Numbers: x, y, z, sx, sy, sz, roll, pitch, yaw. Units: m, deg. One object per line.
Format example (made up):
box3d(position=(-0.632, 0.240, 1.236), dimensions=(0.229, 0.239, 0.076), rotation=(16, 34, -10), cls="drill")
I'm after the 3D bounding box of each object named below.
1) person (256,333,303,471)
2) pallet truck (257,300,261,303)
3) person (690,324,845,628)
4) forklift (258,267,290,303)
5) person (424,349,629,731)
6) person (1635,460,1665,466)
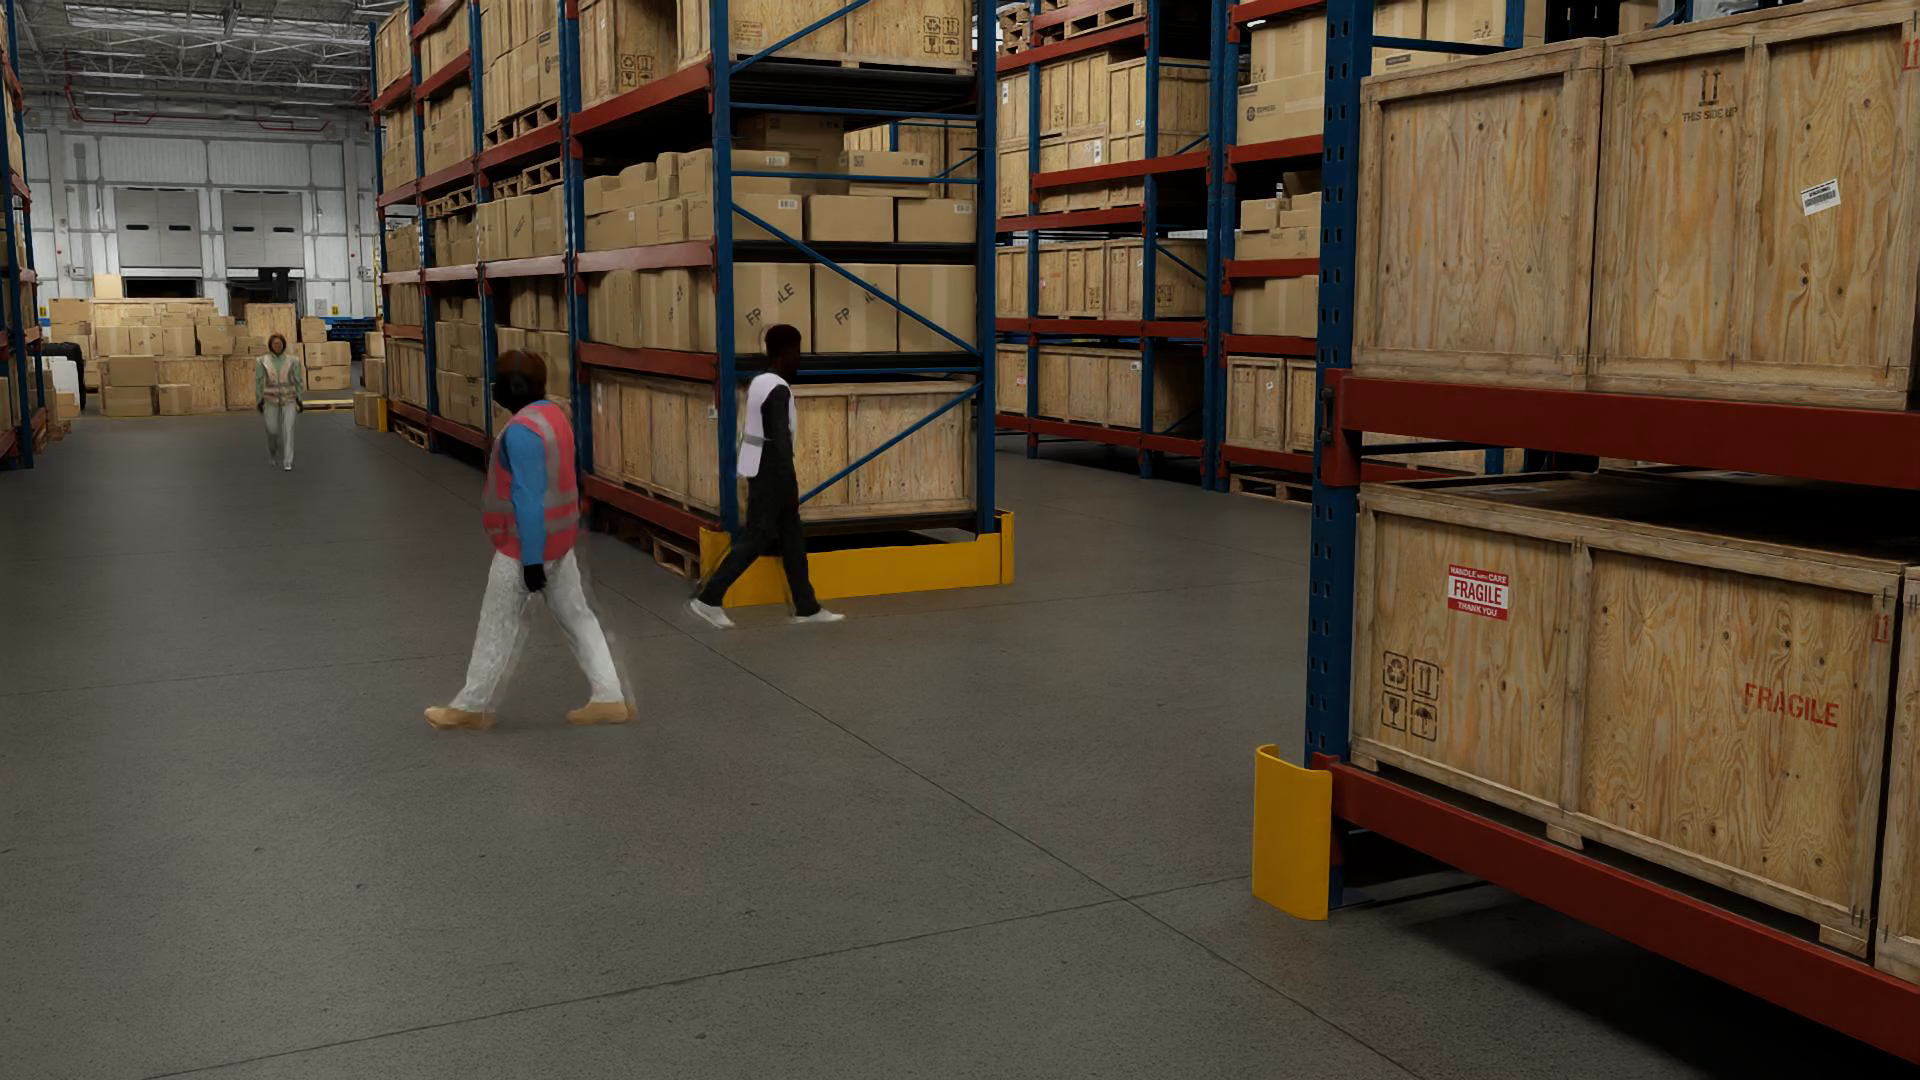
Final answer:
box3d(position=(-7.978, -1.617, 19.528), dimensions=(0.516, 1.628, 0.383), rotation=(-3, 9, -20), cls="person")
box3d(position=(-23.913, -7.404, 58.171), dimensions=(1.885, 1.965, 0.823), rotation=(-1, 8, -9), cls="pallet truck")
box3d(position=(-1.213, -0.384, 10.201), dimensions=(0.929, 1.882, 0.604), rotation=(-2, 8, -13), cls="person")
box3d(position=(-17.328, -5.529, 42.212), dimensions=(1.129, 2.768, 1.873), rotation=(6, 10, 38), cls="forklift")
box3d(position=(-2.013, 0.011, 7.766), dimensions=(0.959, 1.793, 0.641), rotation=(0, 8, 3), cls="person")
box3d(position=(5.228, -0.588, 12.419), dimensions=(0.284, 1.633, 0.498), rotation=(-3, 9, -22), cls="person")
